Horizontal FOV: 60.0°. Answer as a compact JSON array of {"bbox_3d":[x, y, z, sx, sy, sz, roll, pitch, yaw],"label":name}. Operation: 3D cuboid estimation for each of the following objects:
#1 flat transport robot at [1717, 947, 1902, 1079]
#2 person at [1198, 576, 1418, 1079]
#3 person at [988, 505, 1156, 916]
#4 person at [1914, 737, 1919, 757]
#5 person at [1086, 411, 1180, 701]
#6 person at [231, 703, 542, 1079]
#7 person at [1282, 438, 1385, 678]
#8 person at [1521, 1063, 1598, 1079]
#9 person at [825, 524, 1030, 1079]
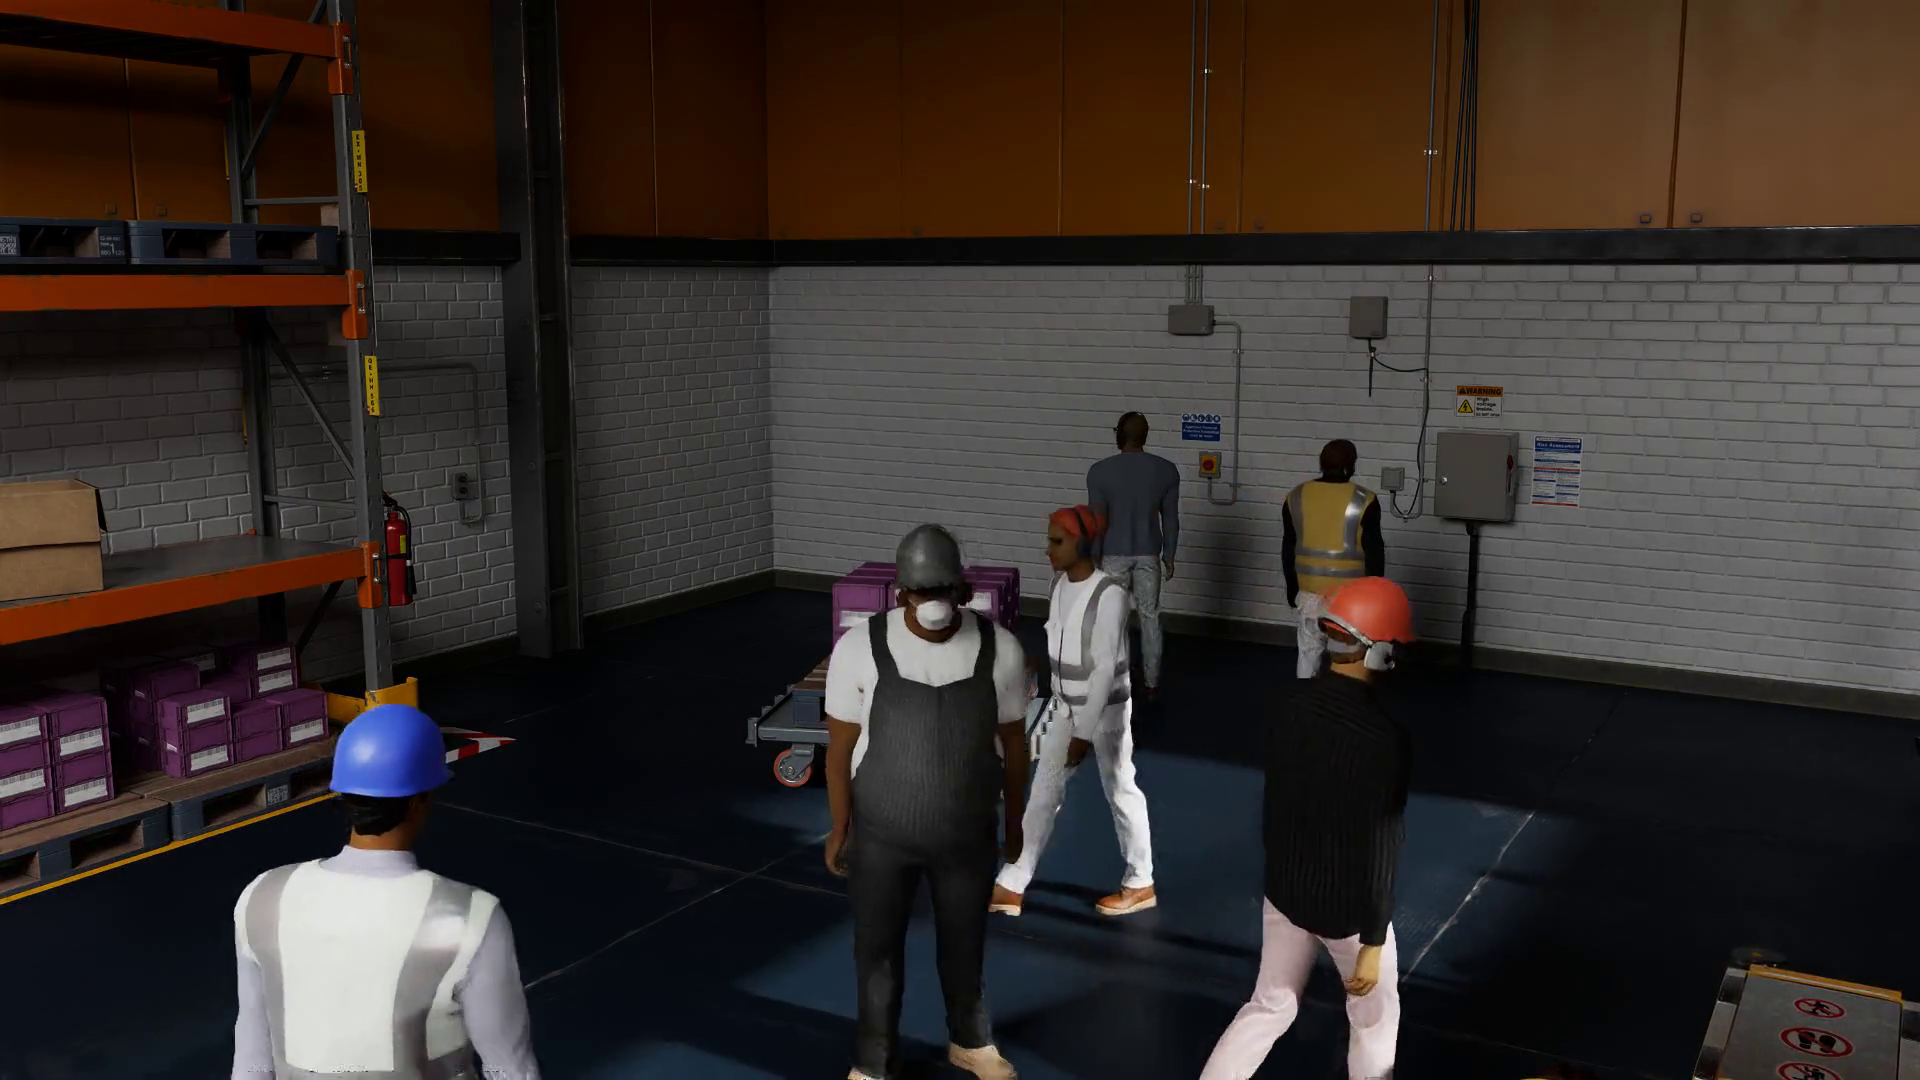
[{"bbox_3d":[2.951,1.791,5.752,0.652,0.197,1.431,5,11,30],"label":"flat transport robot"},{"bbox_3d":[1.048,1.074,5.003,0.947,1.956,0.637,-5,11,-30],"label":"person"},{"bbox_3d":[0.481,0.773,7.216,0.946,1.836,0.587,-5,10,-30],"label":"person"},{"bbox_3d":[5.560,0.472,8.961,0.655,1.891,0.656,1,9,9],"label":"person"},{"bbox_3d":[1.135,0.114,11.022,0.635,1.939,0.361,-2,9,-10],"label":"person"},{"bbox_3d":[-1.210,1.298,3.661,0.654,1.926,0.643,2,9,10],"label":"person"},{"bbox_3d":[2.298,0.293,10.219,0.633,1.841,0.429,6,11,34],"label":"person"},{"bbox_3d":[0.711,1.577,2.132,0.520,1.865,0.335,3,10,20],"label":"person"},{"bbox_3d":[-0.113,0.923,5.658,0.735,2.000,0.534,-1,9,-9],"label":"person"}]
